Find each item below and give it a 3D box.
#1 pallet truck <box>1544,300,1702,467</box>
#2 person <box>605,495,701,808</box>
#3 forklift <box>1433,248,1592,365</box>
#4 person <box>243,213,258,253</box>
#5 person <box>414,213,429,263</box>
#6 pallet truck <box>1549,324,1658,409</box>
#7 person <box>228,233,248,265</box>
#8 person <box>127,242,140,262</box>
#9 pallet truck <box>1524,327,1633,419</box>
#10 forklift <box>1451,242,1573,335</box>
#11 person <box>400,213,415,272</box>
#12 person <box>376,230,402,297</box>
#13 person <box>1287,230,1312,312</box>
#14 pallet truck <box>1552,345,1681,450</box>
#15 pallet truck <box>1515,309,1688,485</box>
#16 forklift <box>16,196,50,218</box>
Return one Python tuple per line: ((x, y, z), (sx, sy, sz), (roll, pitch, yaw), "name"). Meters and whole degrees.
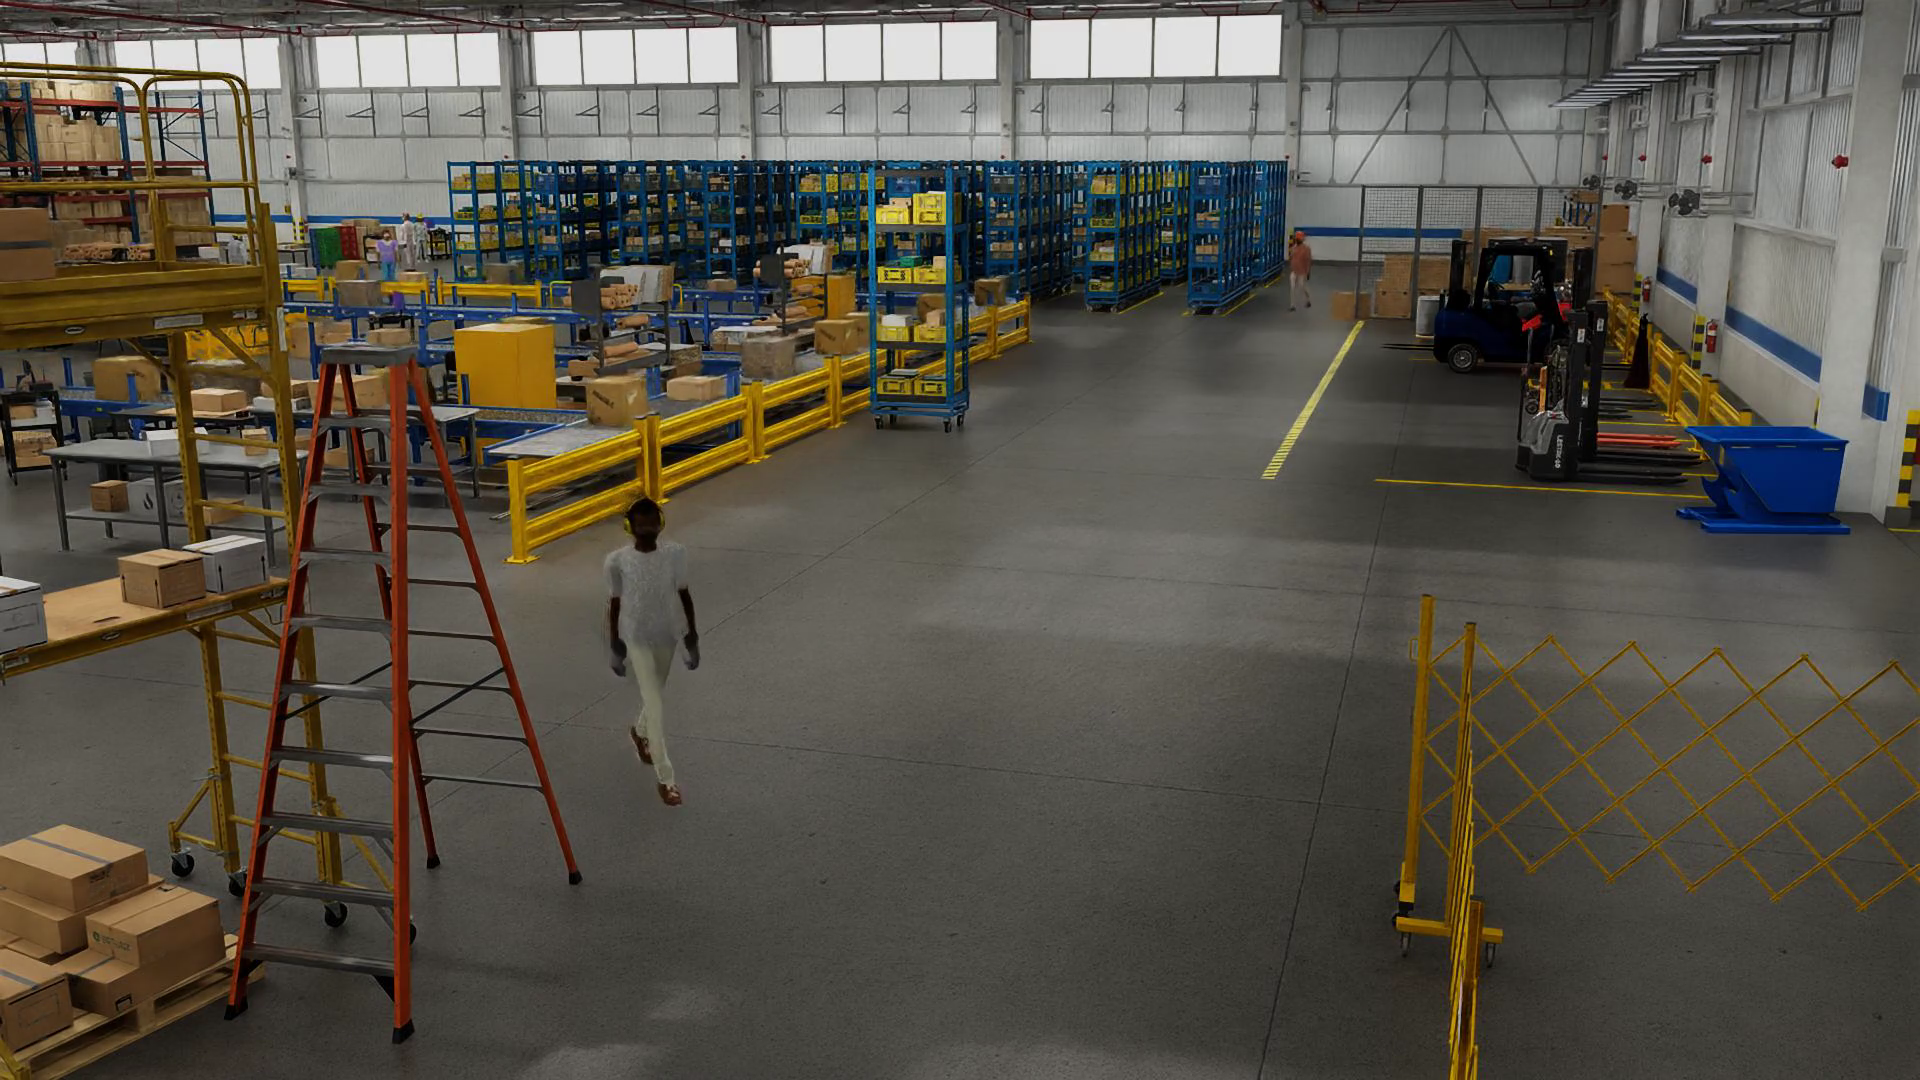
((8.263, -1.952, 20.631), (1.885, 1.965, 0.823), (5, 14, 20), "pallet truck")
((-1.863, 0.597, 10.032), (0.529, 1.827, 0.973), (-7, 15, -27), "person")
((9.780, -4.111, 29.280), (2.680, 1.987, 1.157), (3, 13, 14), "forklift")
((-26.209, -11.268, 61.508), (0.559, 1.702, 0.904), (-8, 15, -31), "person")
((-19.150, -10.726, 59.112), (0.485, 1.734, 0.346), (-9, 16, -33), "person")
((9.824, -2.669, 25.407), (1.601, 1.201, 0.680), (4, 14, 16), "pallet truck")
((-19.201, -7.365, 44.371), (0.588, 1.835, 0.403), (6, 14, 25), "person")
((-18.051, -5.616, 36.718), (1.037, 1.895, 0.609), (6, 14, 24), "person")
((9.065, -2.460, 24.370), (1.522, 1.261, 0.704), (3, 13, 14), "pallet truck")
((10.464, -4.597, 31.405), (2.680, 1.987, 1.157), (4, 14, 16), "forklift")
((-18.160, -9.782, 54.650), (0.409, 1.907, 0.651), (0, 13, 0), "person")
((-15.290, -7.399, 44.583), (0.591, 1.805, 0.935), (-7, 15, -28), "person")
((8.320, -6.578, 40.664), (0.693, 1.975, 0.620), (-12, 18, -43), "person")
((8.641, -1.896, 21.908), (1.630, 1.274, 0.653), (4, 14, 16), "pallet truck")
((7.554, -1.677, 19.446), (1.885, 1.965, 0.823), (3, 13, 14), "pallet truck")
((-27.474, -9.053, 49.378), (1.873, 2.768, 1.129), (12, 18, 42), "forklift")
